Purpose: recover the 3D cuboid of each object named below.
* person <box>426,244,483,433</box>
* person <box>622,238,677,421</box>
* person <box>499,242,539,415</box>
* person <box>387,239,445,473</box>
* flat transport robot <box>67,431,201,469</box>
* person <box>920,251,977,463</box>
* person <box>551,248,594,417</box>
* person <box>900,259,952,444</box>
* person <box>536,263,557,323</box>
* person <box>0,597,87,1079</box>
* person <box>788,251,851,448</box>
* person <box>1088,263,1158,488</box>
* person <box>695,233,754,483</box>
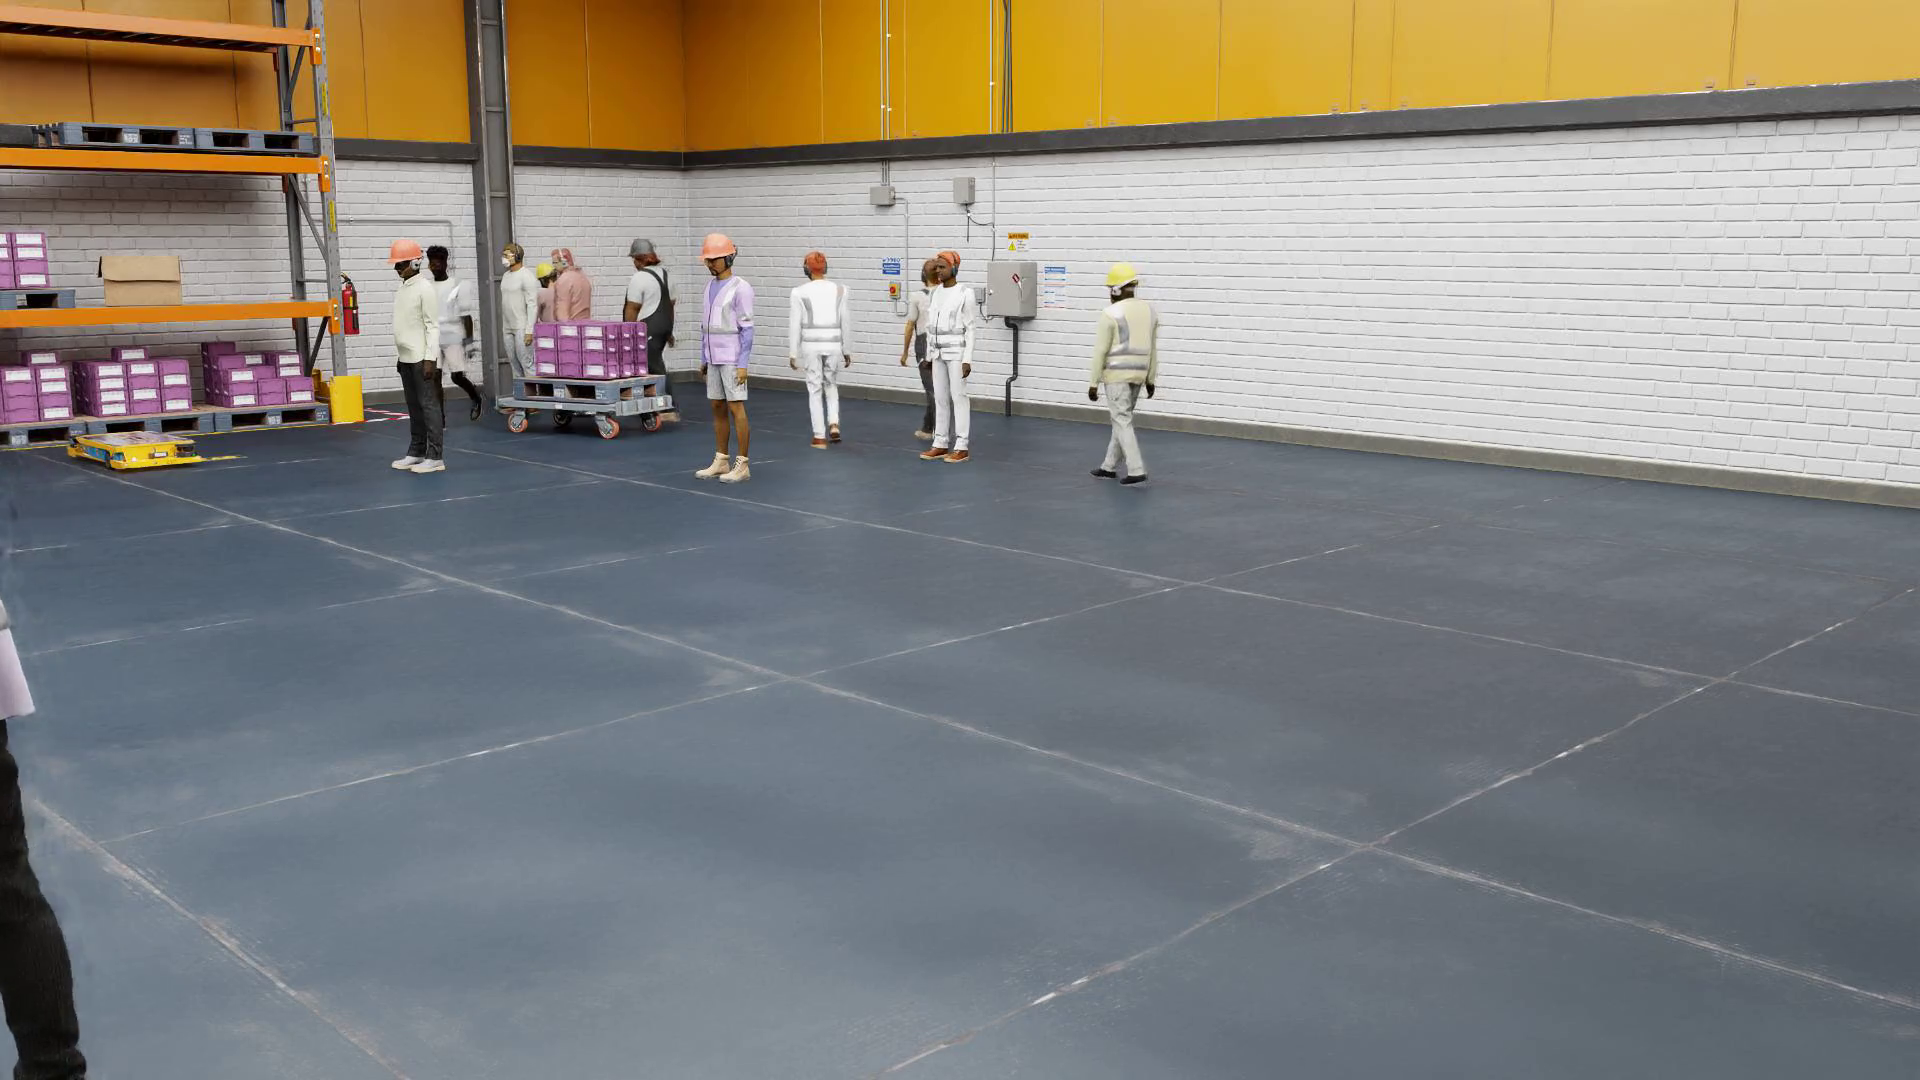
[{"bbox_3d":[-5.307,-2.101,17.300,0.602,1.937,0.767,3,11,14],"label":"person"},{"bbox_3d":[-3.498,-2.327,18.234,1.004,2.000,0.684,4,11,21],"label":"person"},{"bbox_3d":[-4.970,-2.365,18.719,0.372,1.940,0.627,-10,14,-43],"label":"person"},{"bbox_3d":[-4.678,-1.575,14.271,0.389,1.990,0.610,-10,14,-43],"label":"person"},{"bbox_3d":[-7.376,-0.816,14.822,0.652,0.197,1.431,-10,14,-44],"label":"flat transport robot"},{"bbox_3d":[-0.102,-1.635,14.893,0.355,1.883,0.573,-10,14,-43],"label":"person"},{"bbox_3d":[-4.312,-2.288,18.449,0.510,1.876,0.693,3,11,14],"label":"person"},{"bbox_3d":[-0.251,-1.805,16.075,0.497,1.804,0.939,-6,12,-30],"label":"person"},{"bbox_3d":[-4.629,-2.314,19.052,0.858,1.714,0.523,7,13,35],"label":"person"},{"bbox_3d":[-2.382,0.428,3.622,0.893,1.879,0.615,0,10,1],"label":"person"},{"bbox_3d":[-1.345,-1.804,15.828,0.593,1.870,0.414,-4,11,-22],"label":"person"},{"bbox_3d":[1.289,-1.323,13.430,0.614,1.799,0.769,-9,14,-40],"label":"person"},{"bbox_3d":[-1.945,-1.485,13.647,0.386,2.039,0.605,-10,14,-43],"label":"person"}]
